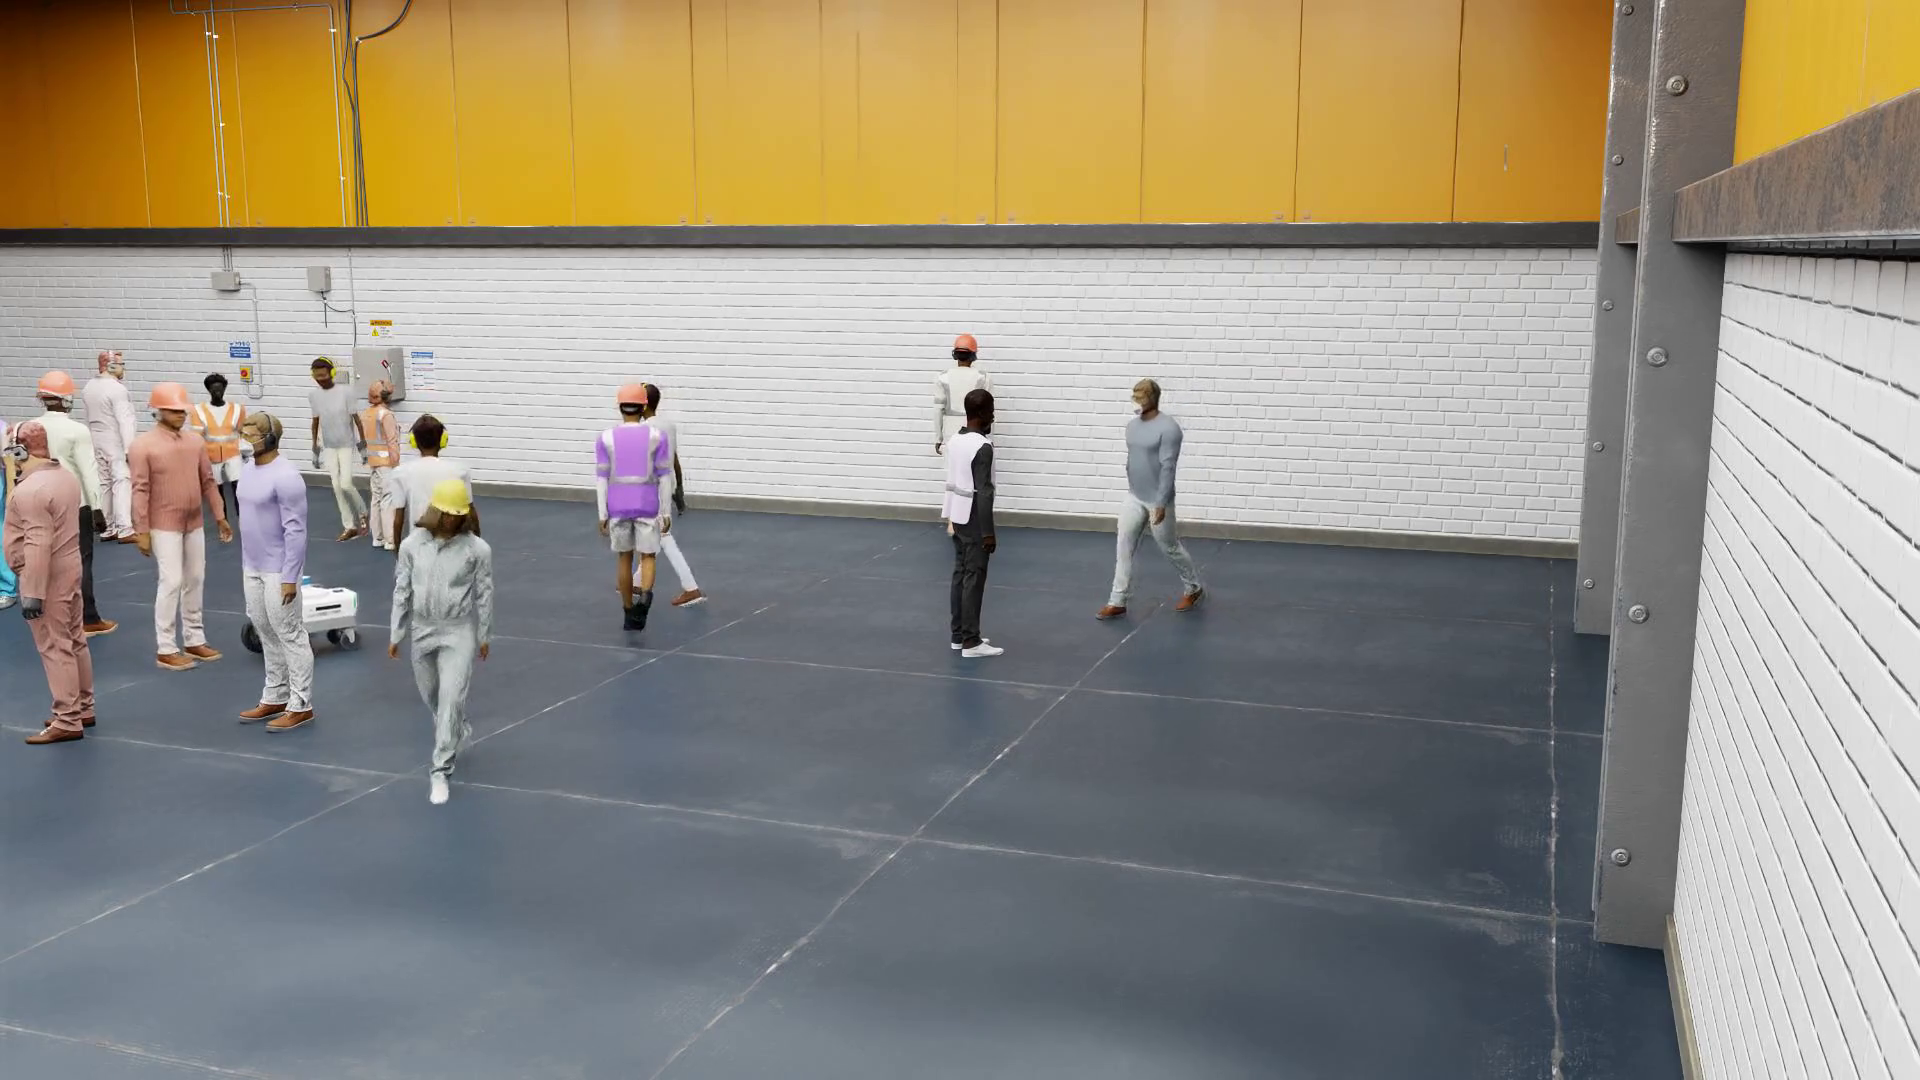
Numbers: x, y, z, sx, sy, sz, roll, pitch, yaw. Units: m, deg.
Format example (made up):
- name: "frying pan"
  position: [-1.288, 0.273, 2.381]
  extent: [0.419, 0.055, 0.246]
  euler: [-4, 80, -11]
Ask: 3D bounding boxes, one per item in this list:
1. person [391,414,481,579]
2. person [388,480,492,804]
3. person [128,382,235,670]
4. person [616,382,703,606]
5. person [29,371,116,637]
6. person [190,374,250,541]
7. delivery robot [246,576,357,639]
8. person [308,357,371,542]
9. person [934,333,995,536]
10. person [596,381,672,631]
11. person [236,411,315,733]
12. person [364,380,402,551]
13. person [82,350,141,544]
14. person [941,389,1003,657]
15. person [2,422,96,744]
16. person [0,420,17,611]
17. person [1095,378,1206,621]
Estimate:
- name: "person"
  position: [-3.411, 0.086, 10.959]
  extent: [0.541, 1.825, 0.942]
  euler: [-1, 10, -4]
- name: "person"
  position: [-2.783, 0.493, 9.021]
  extent: [0.535, 1.696, 0.842]
  euler: [0, 10, -2]
- name: "person"
  position: [-5.434, -0.109, 11.593]
  extent: [0.447, 1.988, 0.638]
  euler: [4, 11, 21]
- name: "person"
  position: [-2.480, -0.374, 13.579]
  extent: [1.002, 1.820, 0.537]
  euler: [6, 11, 29]
- name: "person"
  position: [-6.677, -0.265, 12.448]
  extent: [0.622, 1.989, 0.403]
  euler: [3, 10, 15]
- name: "person"
  position: [-7.241, -0.789, 16.323]
  extent: [0.532, 1.659, 0.822]
  euler: [-5, 11, -25]
- name: "delivery robot"
  position: [-4.705, 0.502, 11.911]
  extent: [0.707, 0.478, 0.477]
  euler: [-9, 13, -40]
- name: "person"
  position: [-6.137, -0.895, 16.419]
  extent: [0.569, 1.838, 0.468]
  euler: [2, 10, 12]
- name: "person"
  position: [0.047, -1.052, 16.735]
  extent: [0.611, 2.042, 0.394]
  euler: [1, 10, 7]
- name: "person"
  position: [-2.448, -0.230, 12.494]
  extent: [0.553, 1.912, 0.697]
  euler: [-1, 10, -6]
- name: "person"
  position: [-4.163, 0.186, 10.061]
  extent: [0.632, 1.940, 0.372]
  euler: [8, 13, 40]
- name: "person"
  position: [-5.527, -0.714, 15.972]
  extent: [0.306, 1.639, 0.522]
  euler: [-9, 14, -43]
- name: "person"
  position: [-8.293, -0.915, 16.358]
  extent: [0.646, 1.904, 0.401]
  euler: [7, 12, 33]
- name: "person"
  position: [0.082, -0.121, 11.879]
  extent: [0.397, 1.911, 0.587]
  euler: [-4, 11, -21]
- name: "person"
  position: [-5.406, 0.248, 9.821]
  extent: [0.400, 1.900, 0.645]
  euler: [-2, 10, -10]
- name: "person"
  position: [-7.856, -0.347, 13.350]
  extent: [0.585, 1.838, 0.402]
  euler: [0, 10, 3]
- name: "person"
  position: [1.537, -0.331, 13.097]
  extent: [0.992, 1.904, 0.626]
  euler: [-8, 13, -37]
